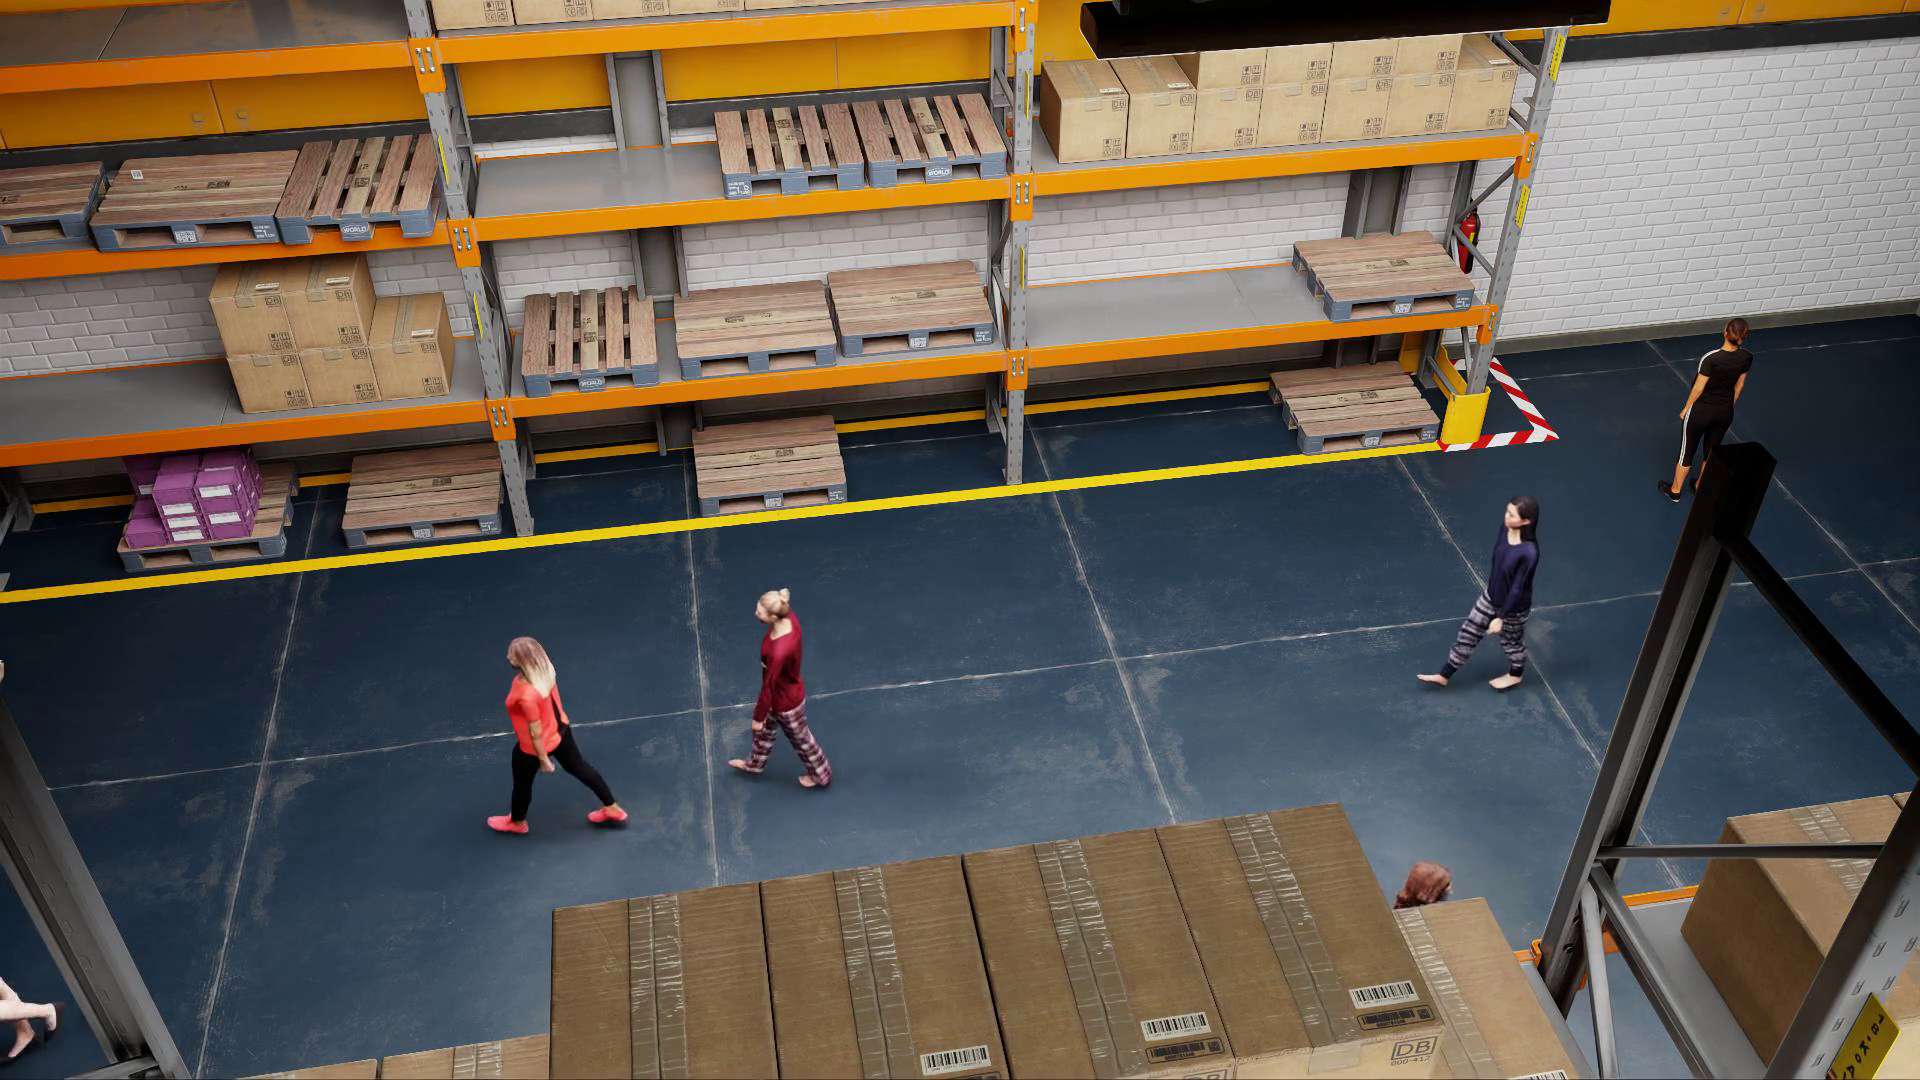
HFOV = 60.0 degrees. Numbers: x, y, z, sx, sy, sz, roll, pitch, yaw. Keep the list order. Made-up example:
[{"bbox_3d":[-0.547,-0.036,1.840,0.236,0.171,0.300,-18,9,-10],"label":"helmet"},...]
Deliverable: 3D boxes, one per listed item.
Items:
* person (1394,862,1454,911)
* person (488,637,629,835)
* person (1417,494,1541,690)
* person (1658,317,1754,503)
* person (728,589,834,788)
[{"bbox_3d":[2.280,2.345,8.973,1.190,1.713,0.923,12,40,14],"label":"person"},{"bbox_3d":[-2.509,1.239,10.401,1.183,1.659,0.856,5,39,6],"label":"person"},{"bbox_3d":[3.835,0.400,11.423,1.020,1.694,0.668,-9,40,-12],"label":"person"},{"bbox_3d":[5.979,-1.041,13.248,0.456,1.669,0.645,-4,39,-6],"label":"person"},{"bbox_3d":[-1.042,0.994,10.693,0.992,1.677,0.750,-1,39,-1],"label":"person"}]
